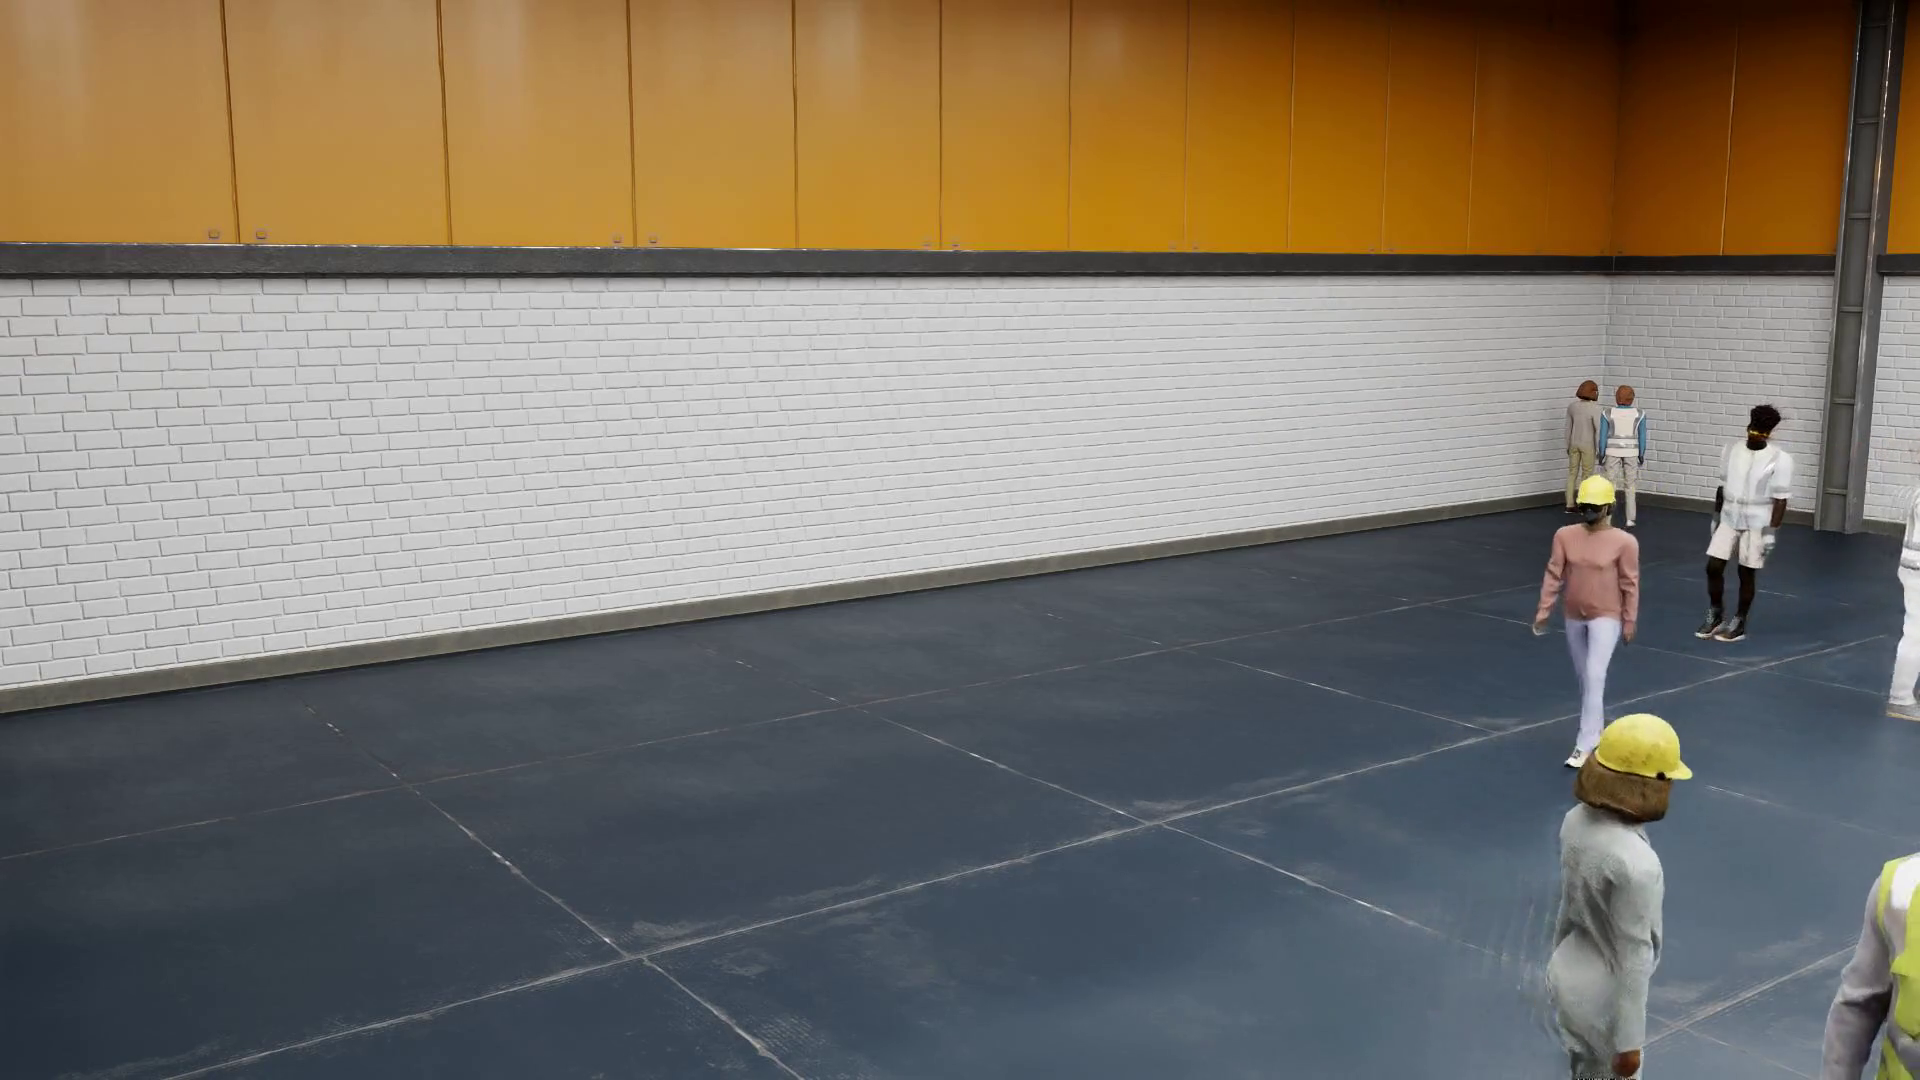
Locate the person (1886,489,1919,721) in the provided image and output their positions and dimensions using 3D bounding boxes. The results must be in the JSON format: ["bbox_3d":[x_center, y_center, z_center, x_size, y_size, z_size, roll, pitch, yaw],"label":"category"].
[{"bbox_3d":[6.378,0.284,10.789,0.571,1.868,0.579,8,12,41],"label":"person"}]

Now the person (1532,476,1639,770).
[{"bbox_3d":[3.722,0.485,9.956,0.825,1.733,0.540,-8,12,-40],"label":"person"}]

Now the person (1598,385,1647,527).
[{"bbox_3d":[7.609,-0.958,19.127,0.514,1.641,0.309,3,10,16],"label":"person"}]

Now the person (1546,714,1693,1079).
[{"bbox_3d":[1.770,1.330,4.802,0.658,1.721,0.495,0,9,-1],"label":"person"}]

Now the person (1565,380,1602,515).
[{"bbox_3d":[7.547,-1.117,20.122,0.268,1.632,0.506,-5,11,-31],"label":"person"}]

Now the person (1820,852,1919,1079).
[{"bbox_3d":[2.366,1.420,3.976,0.951,1.791,0.658,-5,11,-29],"label":"person"}]

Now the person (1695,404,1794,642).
[{"bbox_3d":[6.158,-0.118,13.072,0.525,1.920,0.681,-6,11,-32],"label":"person"}]
